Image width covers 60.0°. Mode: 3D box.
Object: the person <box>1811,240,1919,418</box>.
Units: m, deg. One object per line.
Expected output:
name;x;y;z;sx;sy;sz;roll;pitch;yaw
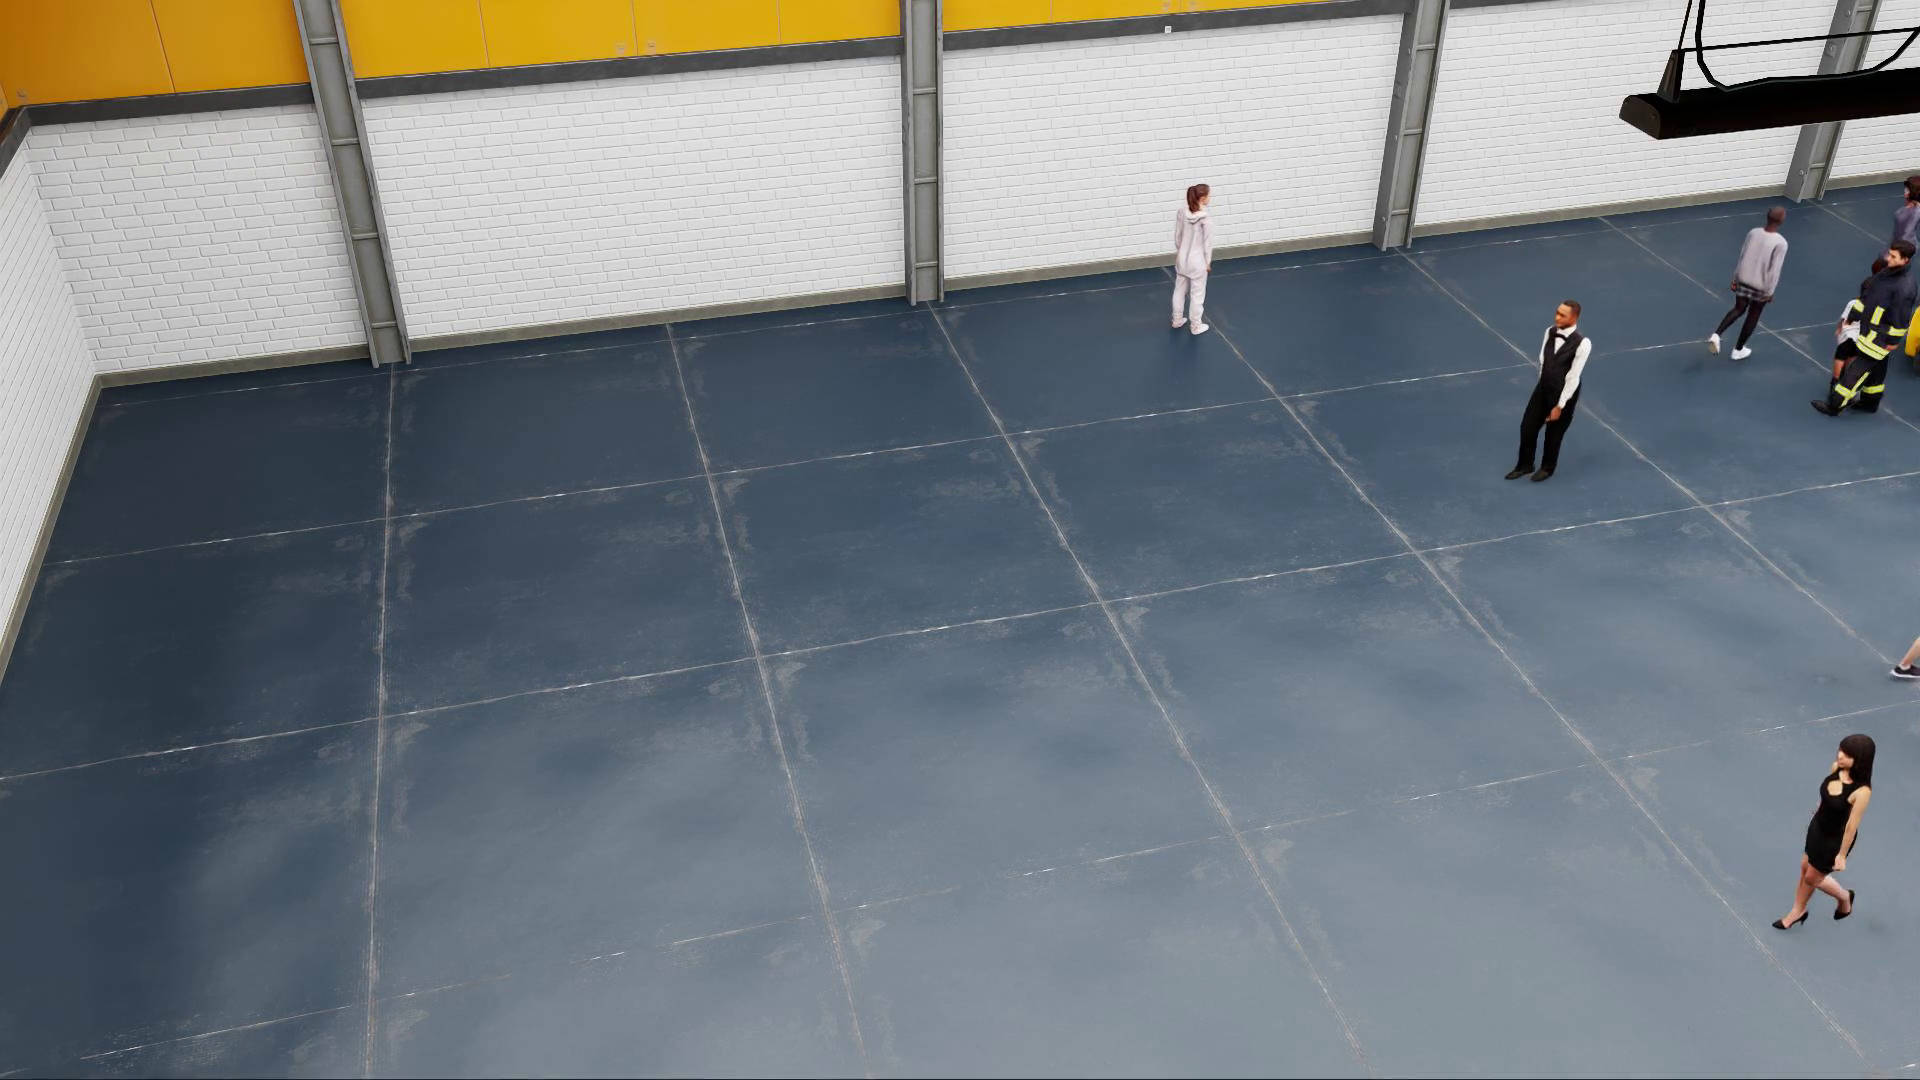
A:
person;9.308;-2.111;16.674;1.127;1.899;1.012;4;34;6

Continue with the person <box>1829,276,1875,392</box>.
person;9.280;-2.125;17.283;0.853;1.246;0.884;15;36;21

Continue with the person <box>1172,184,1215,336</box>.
person;2.557;-3.104;18.358;0.722;1.687;0.737;27;42;34

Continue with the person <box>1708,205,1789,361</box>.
person;8.391;-2.695;17.682;0.975;1.755;0.781;-18;38;-25

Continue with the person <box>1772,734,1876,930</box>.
person;5.749;1.933;10.828;0.777;1.635;0.633;-4;34;-6

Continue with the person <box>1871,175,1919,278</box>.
person;10.587;-3.224;18.532;0.731;1.694;0.696;3;34;4

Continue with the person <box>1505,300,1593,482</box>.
person;5.666;-1.393;15.597;0.895;1.895;0.822;-21;39;-28
